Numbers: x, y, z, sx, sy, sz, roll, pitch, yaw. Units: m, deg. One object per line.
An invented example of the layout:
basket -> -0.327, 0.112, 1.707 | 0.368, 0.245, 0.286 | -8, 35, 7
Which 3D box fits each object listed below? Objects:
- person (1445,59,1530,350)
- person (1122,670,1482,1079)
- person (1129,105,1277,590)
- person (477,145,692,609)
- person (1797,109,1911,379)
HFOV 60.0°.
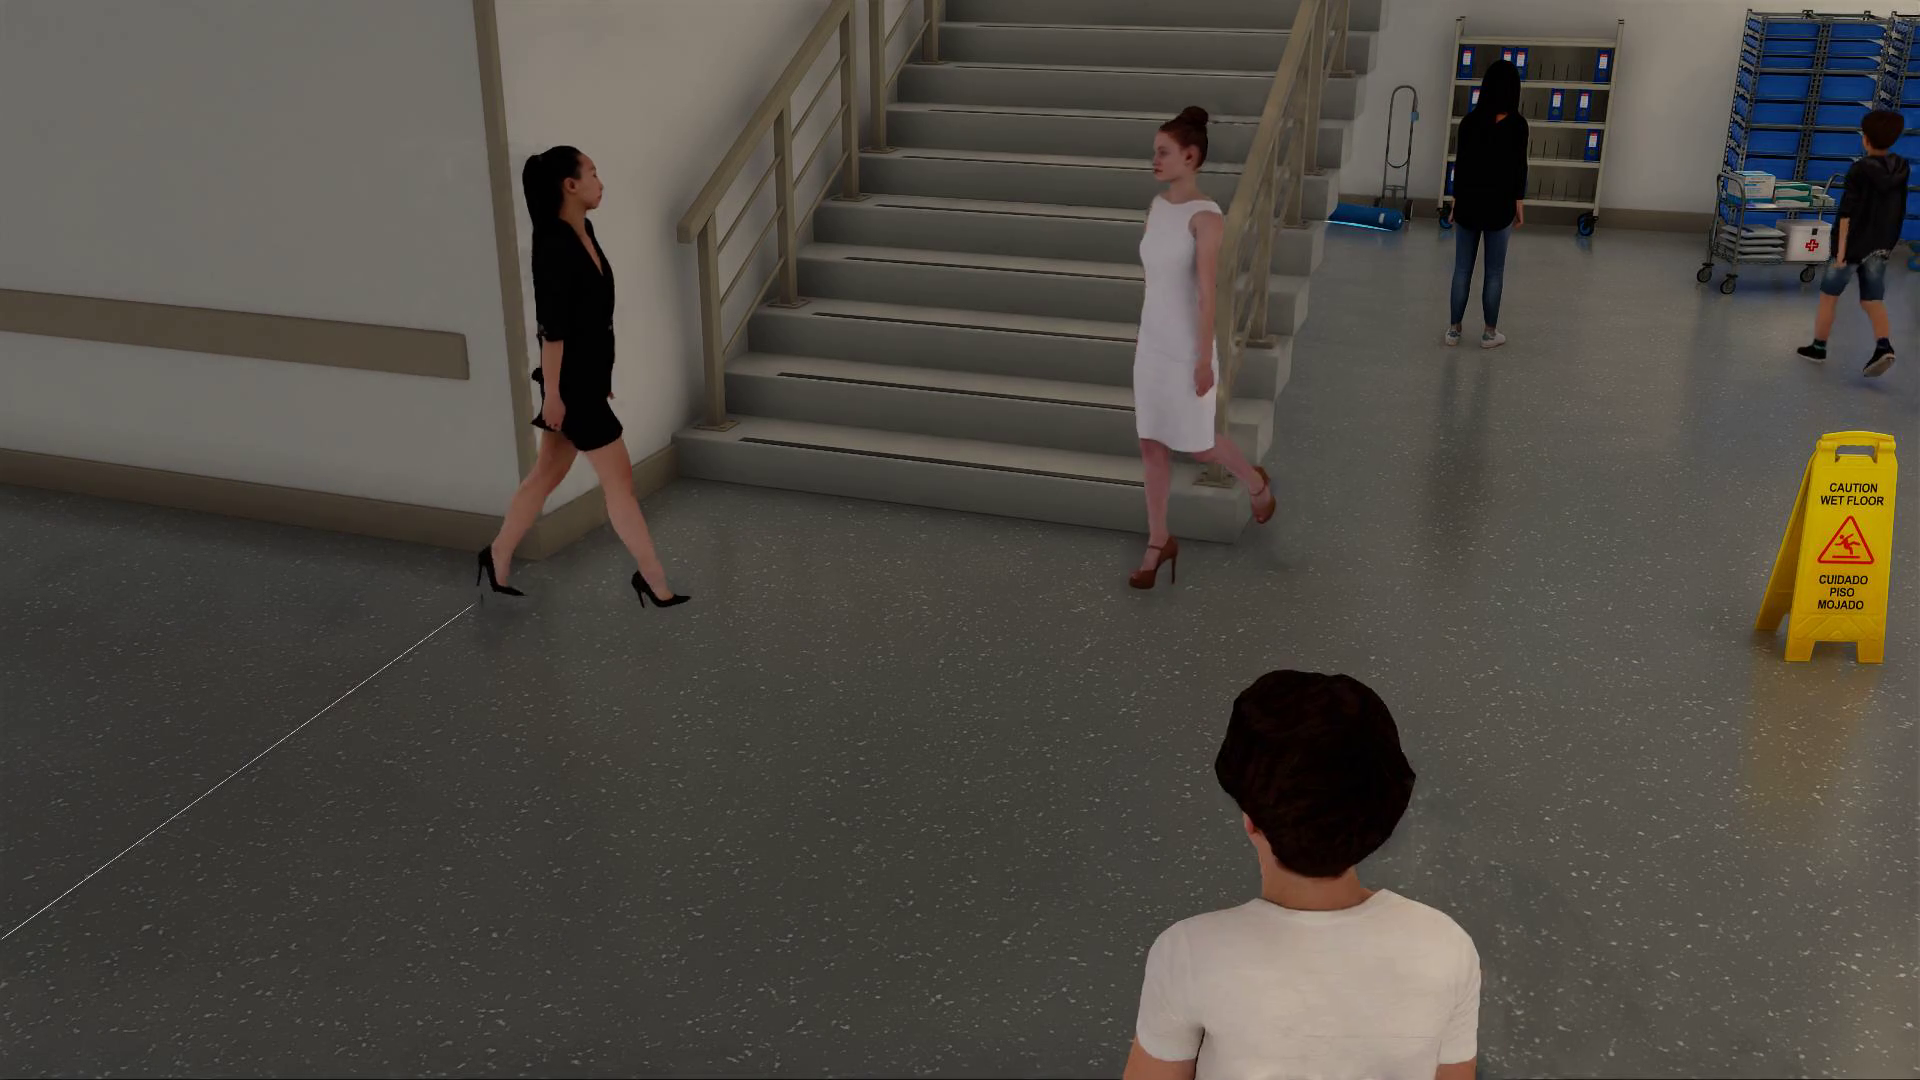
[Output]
person -> 3.067, -1.955, 9.710 | 0.595, 1.646, 0.541 | 10, 23, 24
person -> 0.419, 0.989, 1.986 | 0.942, 1.611, 1.175 | -3, 21, -8
person -> 0.883, -0.680, 6.159 | 1.037, 1.776, 0.940 | -10, 23, -26
person -> -1.454, -0.512, 5.891 | 0.881, 1.652, 1.041 | 1, 21, 2
person -> 4.956, -1.587, 9.054 | 0.789, 1.421, 1.031 | -1, 21, -3
